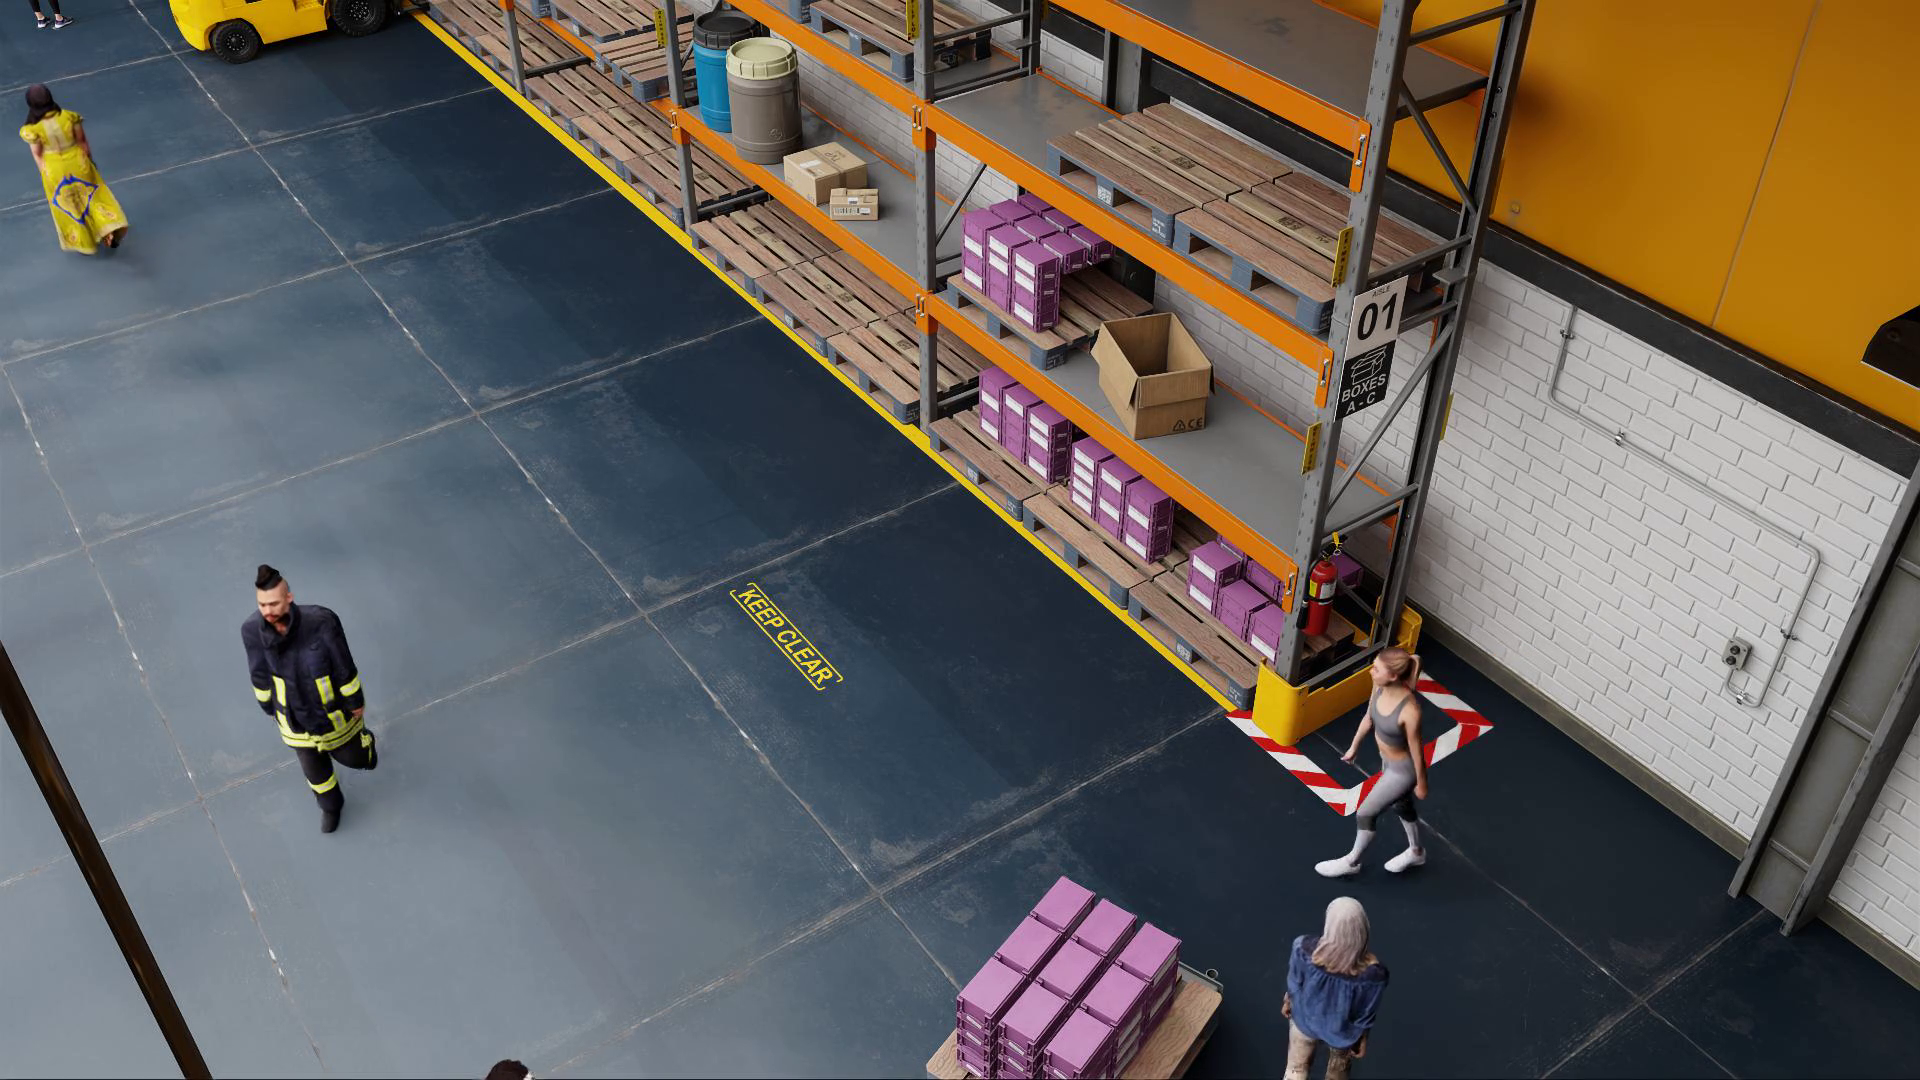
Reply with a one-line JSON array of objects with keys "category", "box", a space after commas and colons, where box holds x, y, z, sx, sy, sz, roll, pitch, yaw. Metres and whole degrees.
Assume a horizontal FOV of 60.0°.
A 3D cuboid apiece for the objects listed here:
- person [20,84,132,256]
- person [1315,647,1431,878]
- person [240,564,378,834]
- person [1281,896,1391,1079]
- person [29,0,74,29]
[{"category": "person", "box": [-7.993, -3.276, 14.956, 0.790, 1.646, 0.958, -30, 48, -32]}, {"category": "person", "box": [2.506, 1.275, 9.255, 0.873, 1.651, 0.940, -11, 40, -14]}, {"category": "person", "box": [-3.730, 0.846, 9.634, 0.959, 1.848, 1.039, -5, 39, -6]}, {"category": "person", "box": [1.696, 2.365, 7.875, 1.101, 1.669, 1.025, 18, 42, 21]}, {"category": "person", "box": [-10.859, -6.845, 19.384, 0.689, 1.698, 0.739, 3, 39, 4]}]
